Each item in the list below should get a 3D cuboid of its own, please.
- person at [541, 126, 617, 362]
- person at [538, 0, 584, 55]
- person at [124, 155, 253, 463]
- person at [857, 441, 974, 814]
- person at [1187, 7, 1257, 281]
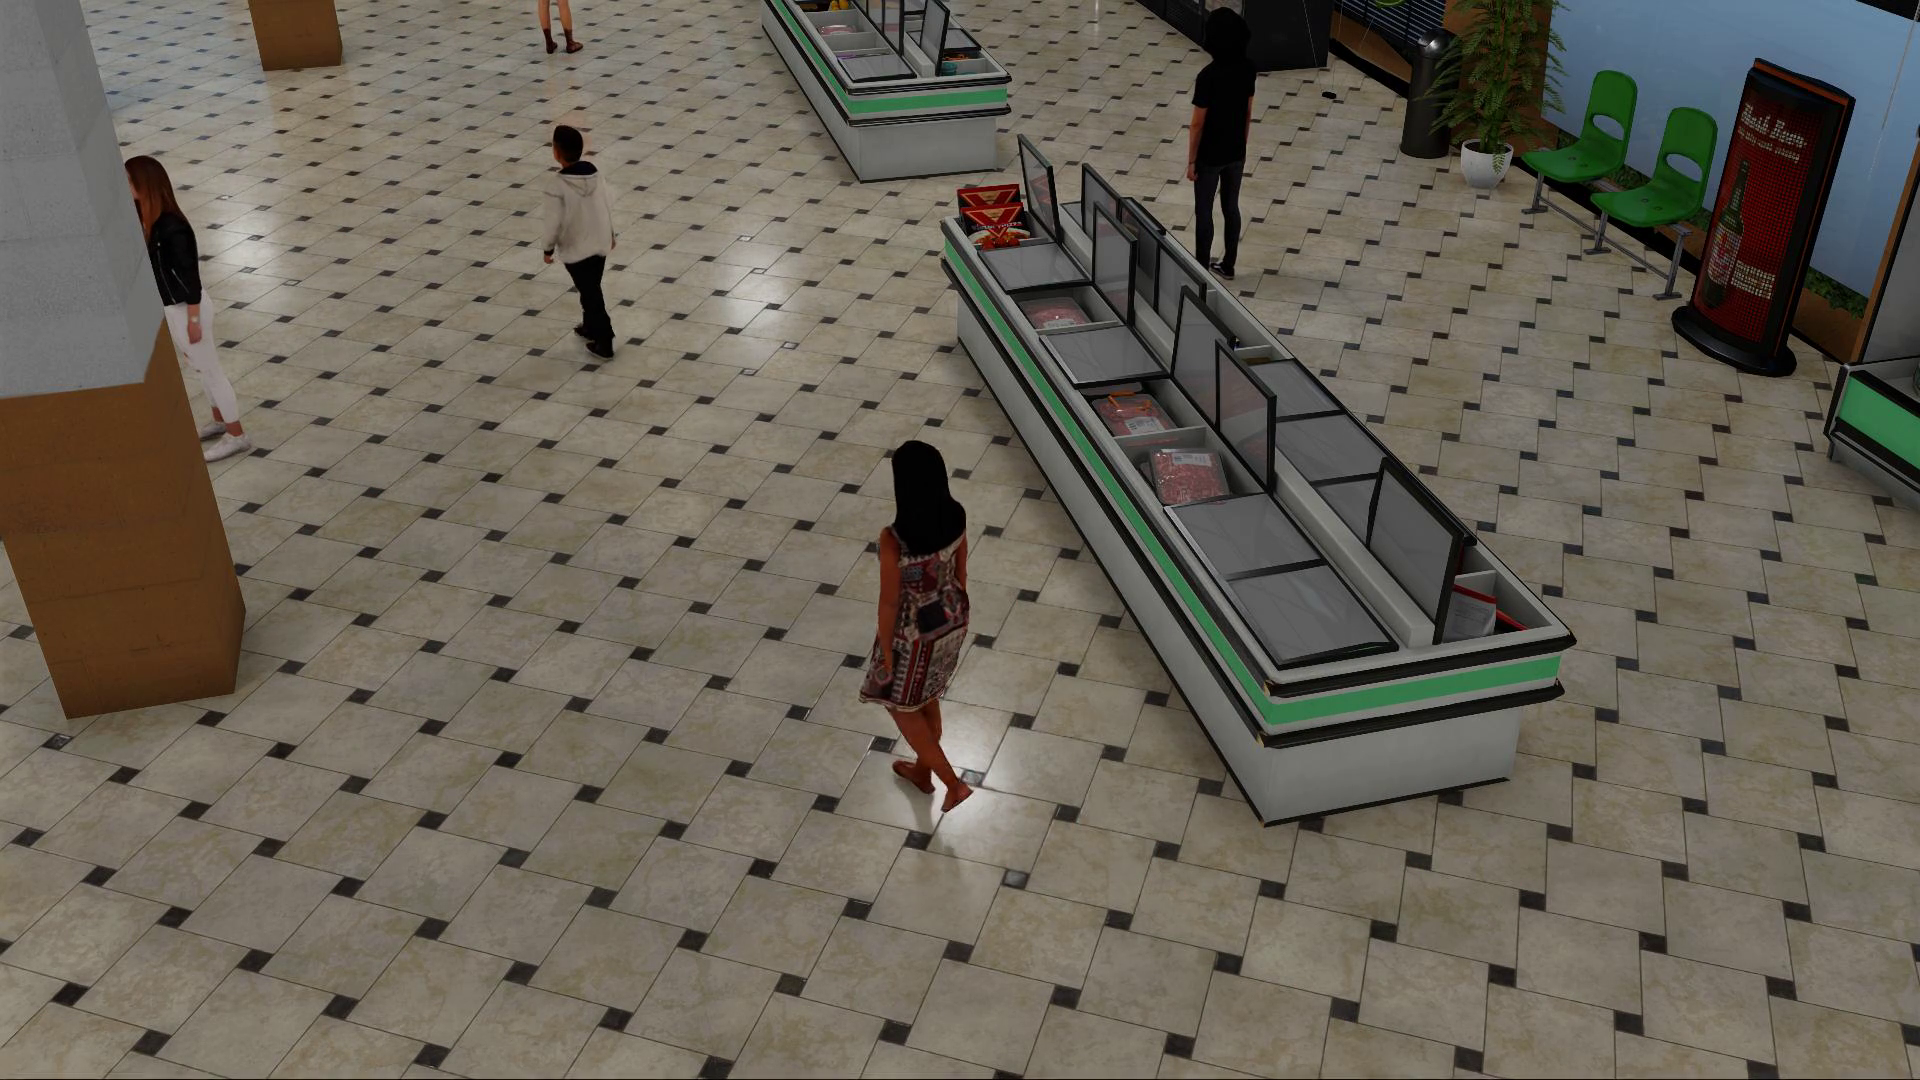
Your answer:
[{"bbox_3d":[-2.219,-1.760,10.033,0.847,1.442,0.785,22,38,31],"label":"person"},{"bbox_3d":[-3.903,-5.505,15.792,0.653,1.718,0.644,4,32,6],"label":"person"},{"bbox_3d":[-4.173,-1.255,8.977,0.735,1.701,0.585,-21,38,-30],"label":"person"},{"bbox_3d":[-0.085,0.388,6.404,0.818,1.630,0.924,-24,39,-33],"label":"person"},{"bbox_3d":[1.727,-2.586,10.995,0.675,1.829,0.603,-16,35,-23],"label":"person"}]
